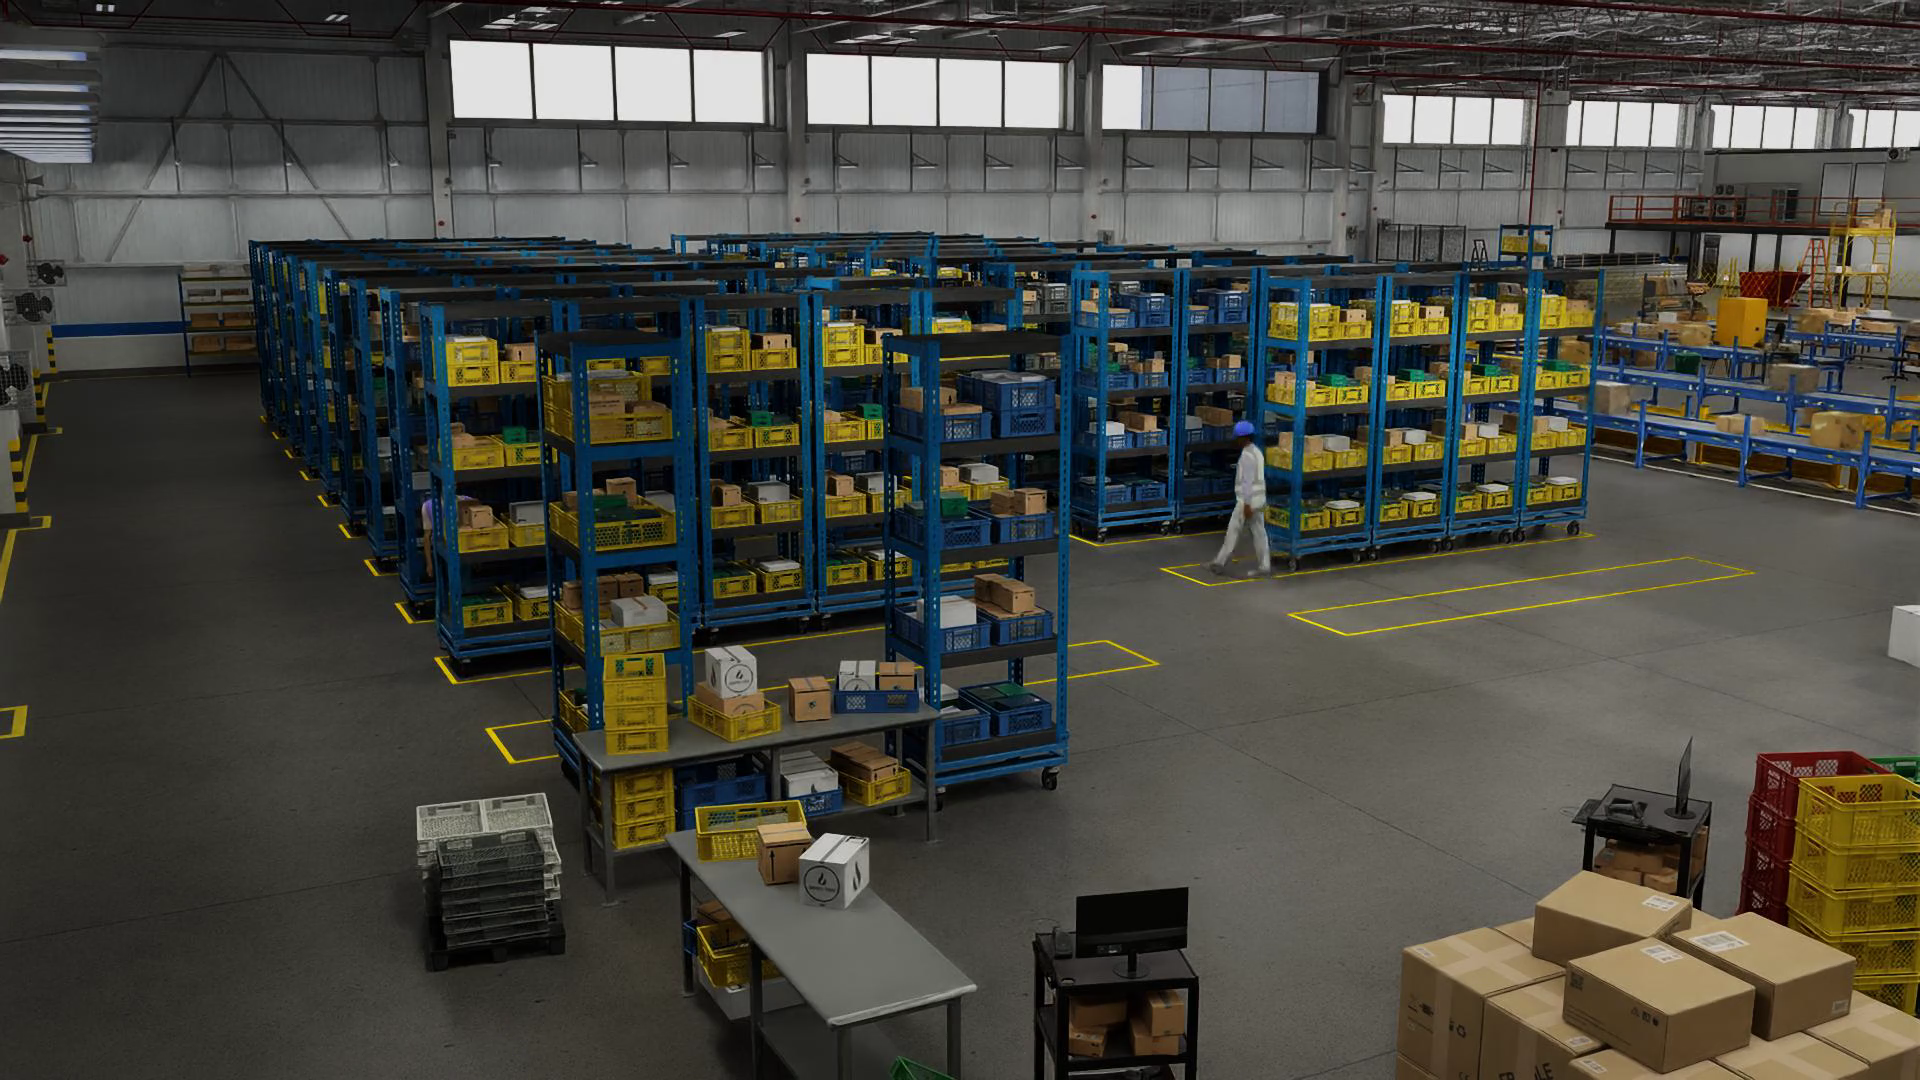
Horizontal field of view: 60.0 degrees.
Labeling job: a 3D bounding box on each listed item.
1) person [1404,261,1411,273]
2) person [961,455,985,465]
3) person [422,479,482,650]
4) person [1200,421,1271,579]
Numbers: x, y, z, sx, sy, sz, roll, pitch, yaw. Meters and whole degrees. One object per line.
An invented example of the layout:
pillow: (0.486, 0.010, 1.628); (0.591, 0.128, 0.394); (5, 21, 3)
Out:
person: (16.594, -9.445, 62.014); (0.658, 1.893, 0.502); (0, 12, 1)
person: (0.219, -0.929, 22.323); (0.403, 1.832, 0.594); (-1, 12, -6)
person: (-5.209, 0.188, 17.072); (0.574, 1.842, 0.375); (-9, 15, -36)
person: (3.374, -0.485, 20.088); (0.952, 1.896, 0.620); (6, 13, 25)
